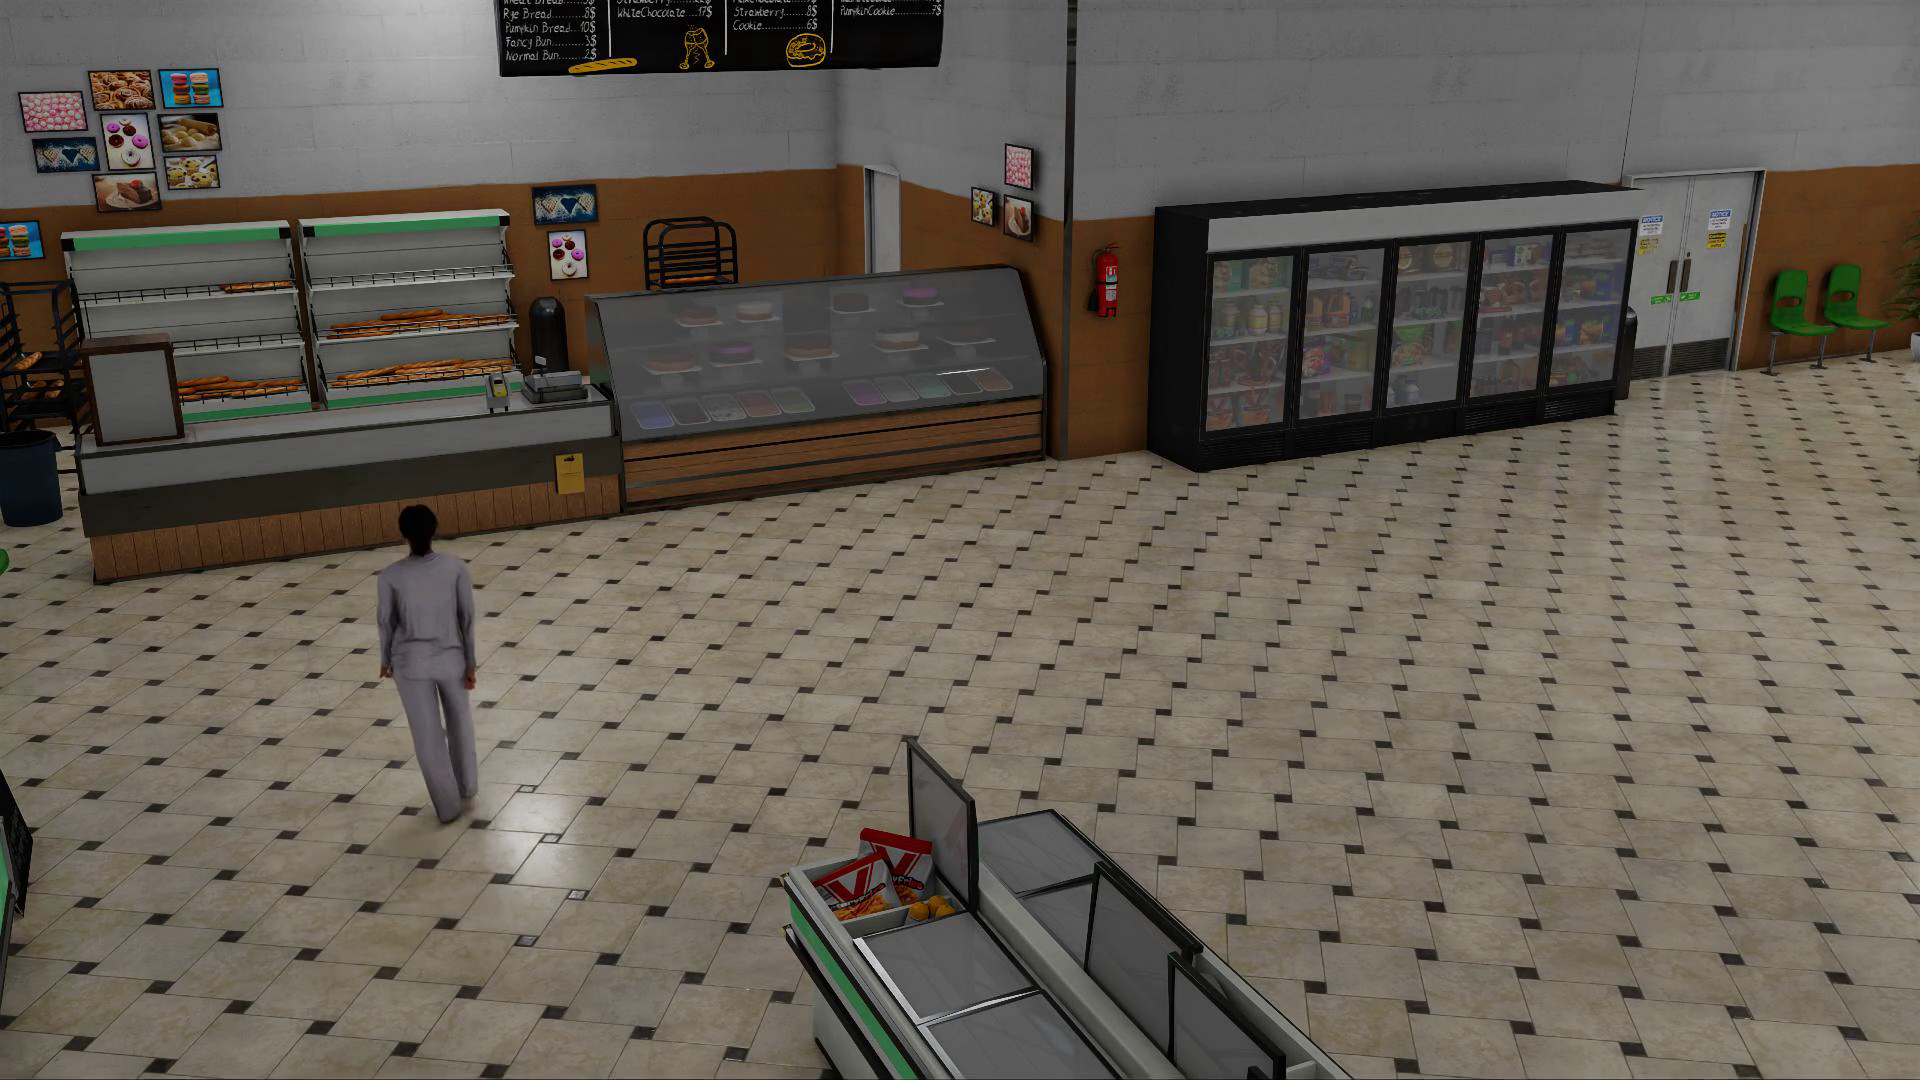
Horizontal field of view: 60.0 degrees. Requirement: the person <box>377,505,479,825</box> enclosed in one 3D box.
[{"bbox_3d":[-2.745,0.677,8.673,0.635,1.723,0.627,-9,20,-24],"label":"person"}]
